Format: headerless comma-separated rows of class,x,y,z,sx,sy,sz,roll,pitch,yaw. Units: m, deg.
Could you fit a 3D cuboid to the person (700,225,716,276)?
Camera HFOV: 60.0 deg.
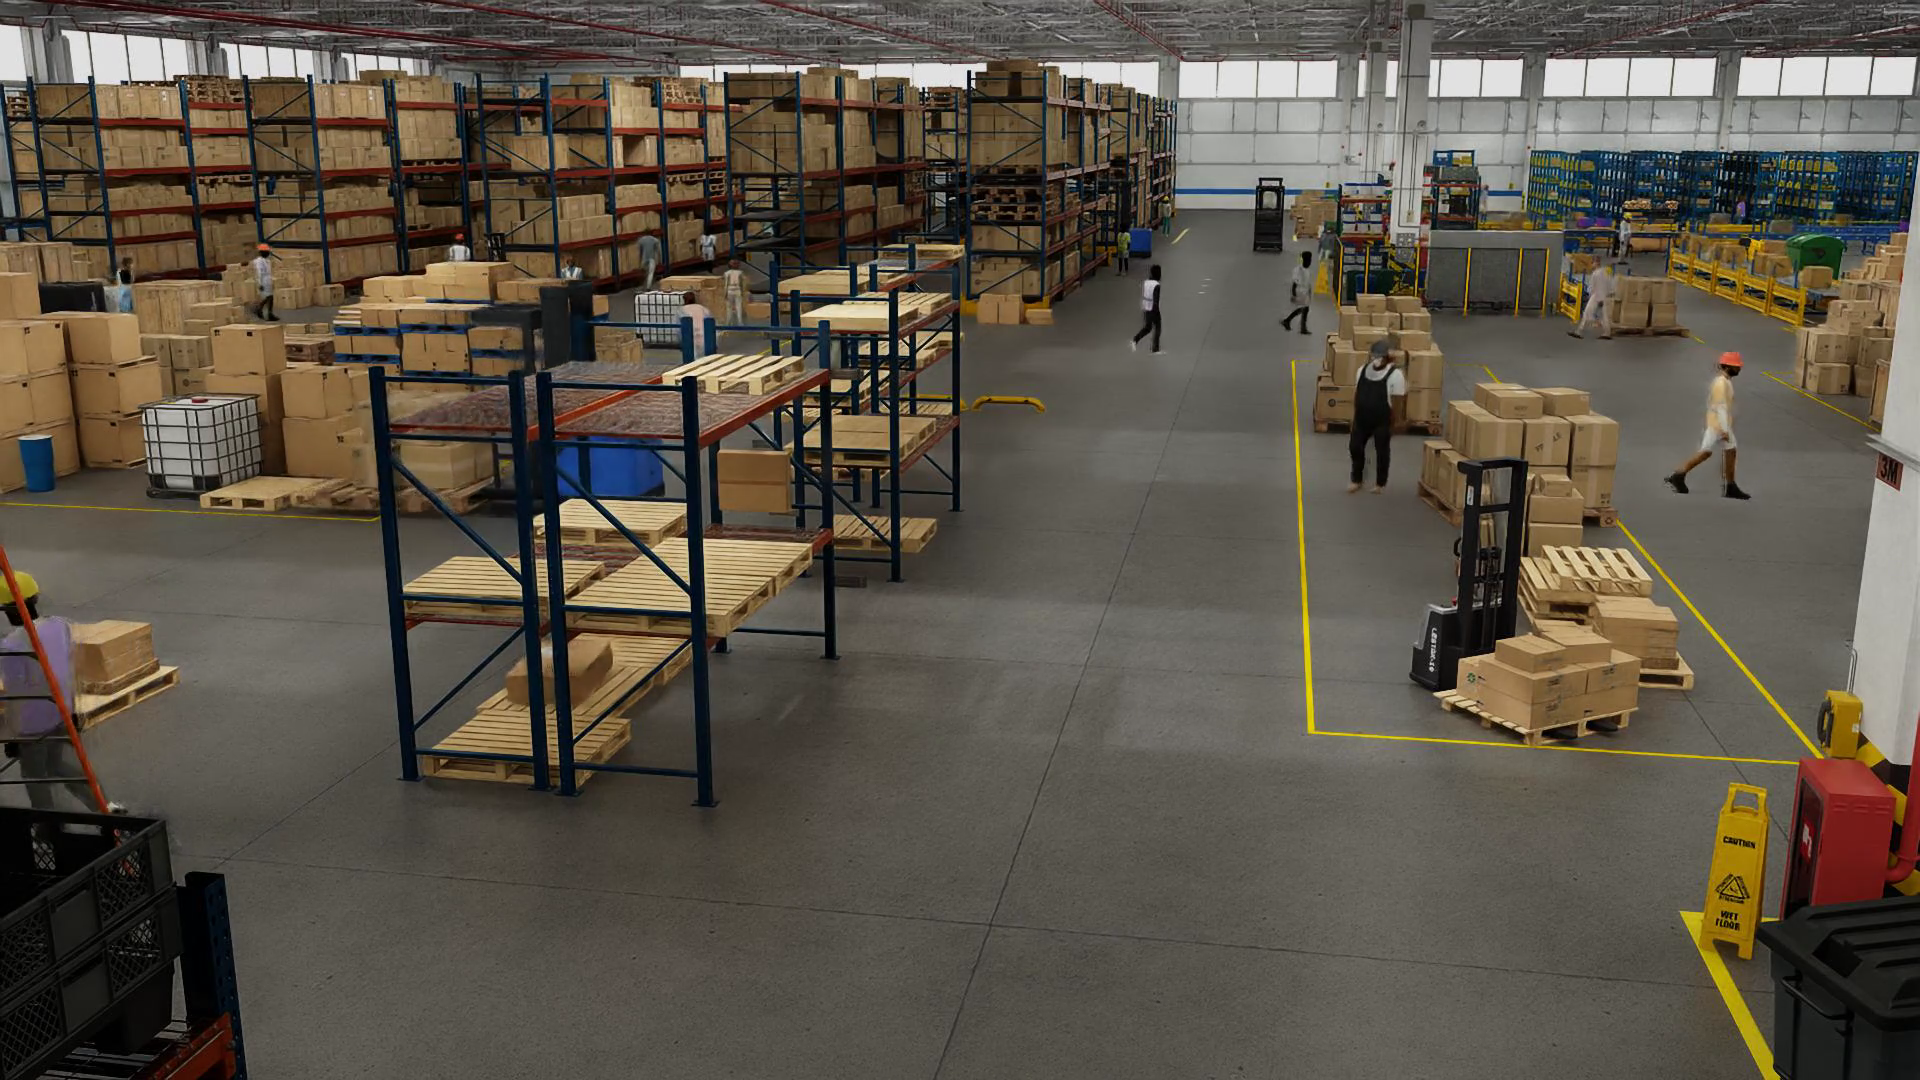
person,-7.975,-9.120,52.659,0.538,1.686,0.395,3,14,12

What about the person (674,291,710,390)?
person,-4.797,-3.538,29.764,0.641,1.811,0.687,-9,16,-32

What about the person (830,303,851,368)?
person,-2.182,-3.532,29.689,0.579,1.836,0.578,8,16,28

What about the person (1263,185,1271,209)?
person,15.300,-16.727,83.032,0.390,1.954,0.727,-4,15,-18

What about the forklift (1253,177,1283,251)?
forklift,12.083,-12.747,64.956,1.129,2.768,1.873,3,14,10

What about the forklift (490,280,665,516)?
forklift,-4.686,-1.733,20.240,1.873,2.768,1.129,3,14,10

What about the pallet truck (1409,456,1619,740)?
pallet truck,4.504,0.400,13.395,0.823,1.965,1.885,-6,15,-23

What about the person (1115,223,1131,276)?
person,5.255,-9.359,53.644,0.532,1.695,0.319,13,19,43

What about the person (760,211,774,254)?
person,-7.292,-11.656,63.134,0.584,1.616,0.406,-6,15,-23

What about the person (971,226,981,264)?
person,0.559,-10.545,58.326,0.524,1.760,0.327,12,18,41

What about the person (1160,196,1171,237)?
person,9.132,-14.356,73.778,0.306,1.772,0.527,-11,17,-37

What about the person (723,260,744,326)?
person,-5.410,-5.867,39.683,0.522,1.586,0.904,-5,15,-20

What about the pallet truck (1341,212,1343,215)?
pallet truck,15.874,-13.227,70.310,0.680,1.201,1.601,10,17,35

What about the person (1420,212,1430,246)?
person,15.482,-9.889,55.189,0.772,2.004,0.617,-2,14,-10

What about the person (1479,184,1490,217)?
person,28.681,-18.558,90.898,0.456,1.733,0.586,3,14,13

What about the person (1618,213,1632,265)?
person,23.211,-10.509,58.067,0.403,1.818,0.600,10,17,34

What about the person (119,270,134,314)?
person,-18.007,-5.038,36.134,0.605,1.677,0.532,-11,18,-38

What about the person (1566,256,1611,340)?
person,14.249,-5.445,37.438,1.028,1.852,0.627,8,16,28

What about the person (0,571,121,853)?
person,-5.853,1.123,10.667,0.558,1.903,0.589,1,14,4

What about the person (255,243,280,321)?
person,-17.066,-6.326,40.863,0.466,1.918,0.563,1,14,3

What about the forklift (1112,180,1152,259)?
forklift,6.082,-11.722,60.796,1.873,2.768,1.129,2,14,9

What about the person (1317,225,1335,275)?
person,11.859,-9.400,53.965,0.540,1.607,0.483,8,16,28

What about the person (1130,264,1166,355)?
person,3.949,-4.801,34.707,0.695,1.903,0.593,-5,15,-20

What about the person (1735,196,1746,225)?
person,33.880,-14.011,72.227,0.564,1.841,0.394,-12,18,-39

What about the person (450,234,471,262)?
person,-13.565,-7.370,45.206,0.557,1.876,1.046,-3,14,-11

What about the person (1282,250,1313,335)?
person,7.794,-5.679,38.175,0.612,1.948,0.590,-12,19,-41

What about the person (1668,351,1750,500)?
person,9.650,-1.485,21.268,0.956,1.908,0.540,11,18,38

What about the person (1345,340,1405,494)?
person,5.299,-1.573,21.318,0.711,2.000,0.718,12,18,40

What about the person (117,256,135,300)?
person,-18.404,-5.284,36.631,0.635,1.920,0.641,-2,14,-10

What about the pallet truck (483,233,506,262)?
pallet truck,-11.832,-7.026,43.548,1.885,1.965,0.823,8,16,28

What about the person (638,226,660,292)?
person,-9.022,-8.128,48.227,0.641,1.912,0.923,2,14,7

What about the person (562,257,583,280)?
person,-9.356,-6.023,40.227,0.522,1.631,0.317,-1,14,-3

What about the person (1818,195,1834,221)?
person,38.641,-14.510,74.277,0.404,1.827,0.601,-12,18,-40
